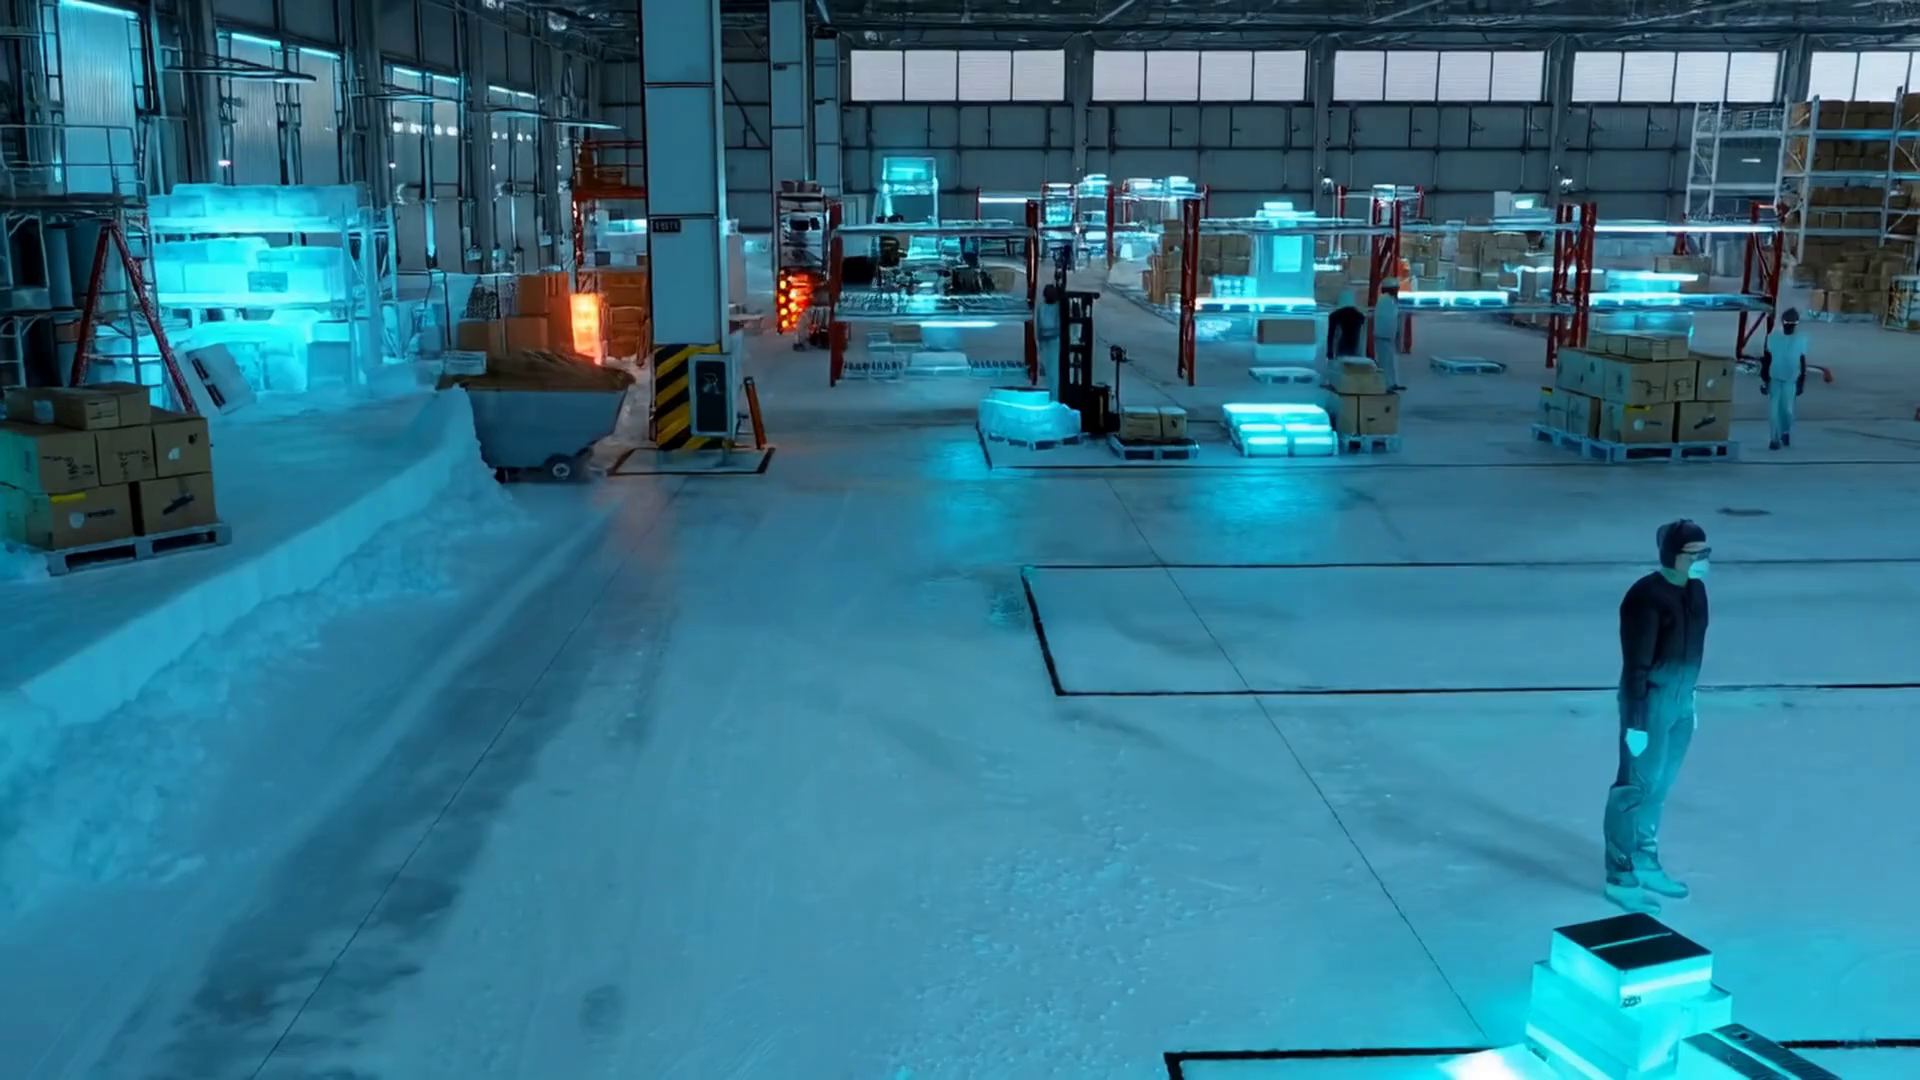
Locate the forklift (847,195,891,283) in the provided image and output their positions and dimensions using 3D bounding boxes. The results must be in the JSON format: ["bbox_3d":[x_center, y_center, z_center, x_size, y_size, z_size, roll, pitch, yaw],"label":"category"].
[{"bbox_3d":[-3.230,-9.559,52.882,1.873,2.768,1.129,-7,14,-28],"label":"forklift"}]

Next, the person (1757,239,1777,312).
[{"bbox_3d":[20.749,-6.803,42.750,0.323,1.865,0.518,-8,15,-31],"label":"person"}]

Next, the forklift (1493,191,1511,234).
[{"bbox_3d":[20.416,-11.777,62.894,1.873,2.768,1.129,0,12,-2],"label":"forklift"}]

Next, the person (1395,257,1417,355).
[{"bbox_3d":[8.698,-4.580,32.619,0.388,1.910,0.588,-7,14,-30],"label":"person"}]

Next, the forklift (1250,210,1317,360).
[{"bbox_3d":[6.266,-4.922,31.946,1.129,2.768,1.873,1,13,5],"label":"forklift"}]

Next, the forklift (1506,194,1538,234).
[{"bbox_3d":[18.475,-10.006,54.899,1.129,2.768,1.873,-1,13,-3],"label":"forklift"}]

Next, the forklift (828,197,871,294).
[{"bbox_3d":[-3.562,-8.625,48.665,1.873,2.768,1.129,0,12,-2],"label":"forklift"}]

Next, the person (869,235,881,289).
[{"bbox_3d":[-2.624,-8.680,51.192,0.340,1.879,0.577,-4,13,-16],"label":"person"}]

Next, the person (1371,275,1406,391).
[{"bbox_3d":[6.902,-3.373,27.177,0.784,1.901,0.600,0,12,-2],"label":"person"}]

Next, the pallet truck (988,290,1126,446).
[{"bbox_3d":[1.257,-2.299,22.111,1.885,1.965,0.823,-9,15,-35],"label":"pallet truck"}]

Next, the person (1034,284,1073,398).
[{"bbox_3d":[1.456,-3.141,26.323,0.643,1.817,0.533,7,14,29],"label":"person"}]

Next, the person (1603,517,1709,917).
[{"bbox_3d":[3.398,0.839,8.077,0.627,1.940,0.371,-11,17,-41],"label":"person"}]

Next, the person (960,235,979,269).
[{"bbox_3d":[0.277,-8.414,49.888,0.548,1.923,0.413,6,14,27],"label":"person"}]

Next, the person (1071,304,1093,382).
[{"bbox_3d":[1.763,-2.575,24.064,0.322,1.690,0.533,-1,13,-4],"label":"person"}]

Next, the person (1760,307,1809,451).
[{"bbox_3d":[10.573,-2.071,21.386,0.501,1.861,0.402,6,14,27],"label":"person"}]

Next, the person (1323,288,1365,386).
[{"bbox_3d":[5.471,-2.630,23.772,0.654,1.922,0.437,-7,14,-28],"label":"person"}]

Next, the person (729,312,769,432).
[{"bbox_3d":[-3.029,-2.247,22.564,0.910,1.697,0.502,-3,13,-11],"label":"person"}]

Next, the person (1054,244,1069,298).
[{"bbox_3d":[2.472,-6.257,40.363,0.349,1.837,0.502,4,13,18],"label":"person"}]

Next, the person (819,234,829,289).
[{"bbox_3d":[-3.619,-7.237,44.568,0.625,1.922,0.599,-6,14,-26],"label":"person"}]

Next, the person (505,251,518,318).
[{"bbox_3d":[-10.995,-6.248,40.779,0.313,1.633,0.521,-8,15,-33],"label":"person"}]
